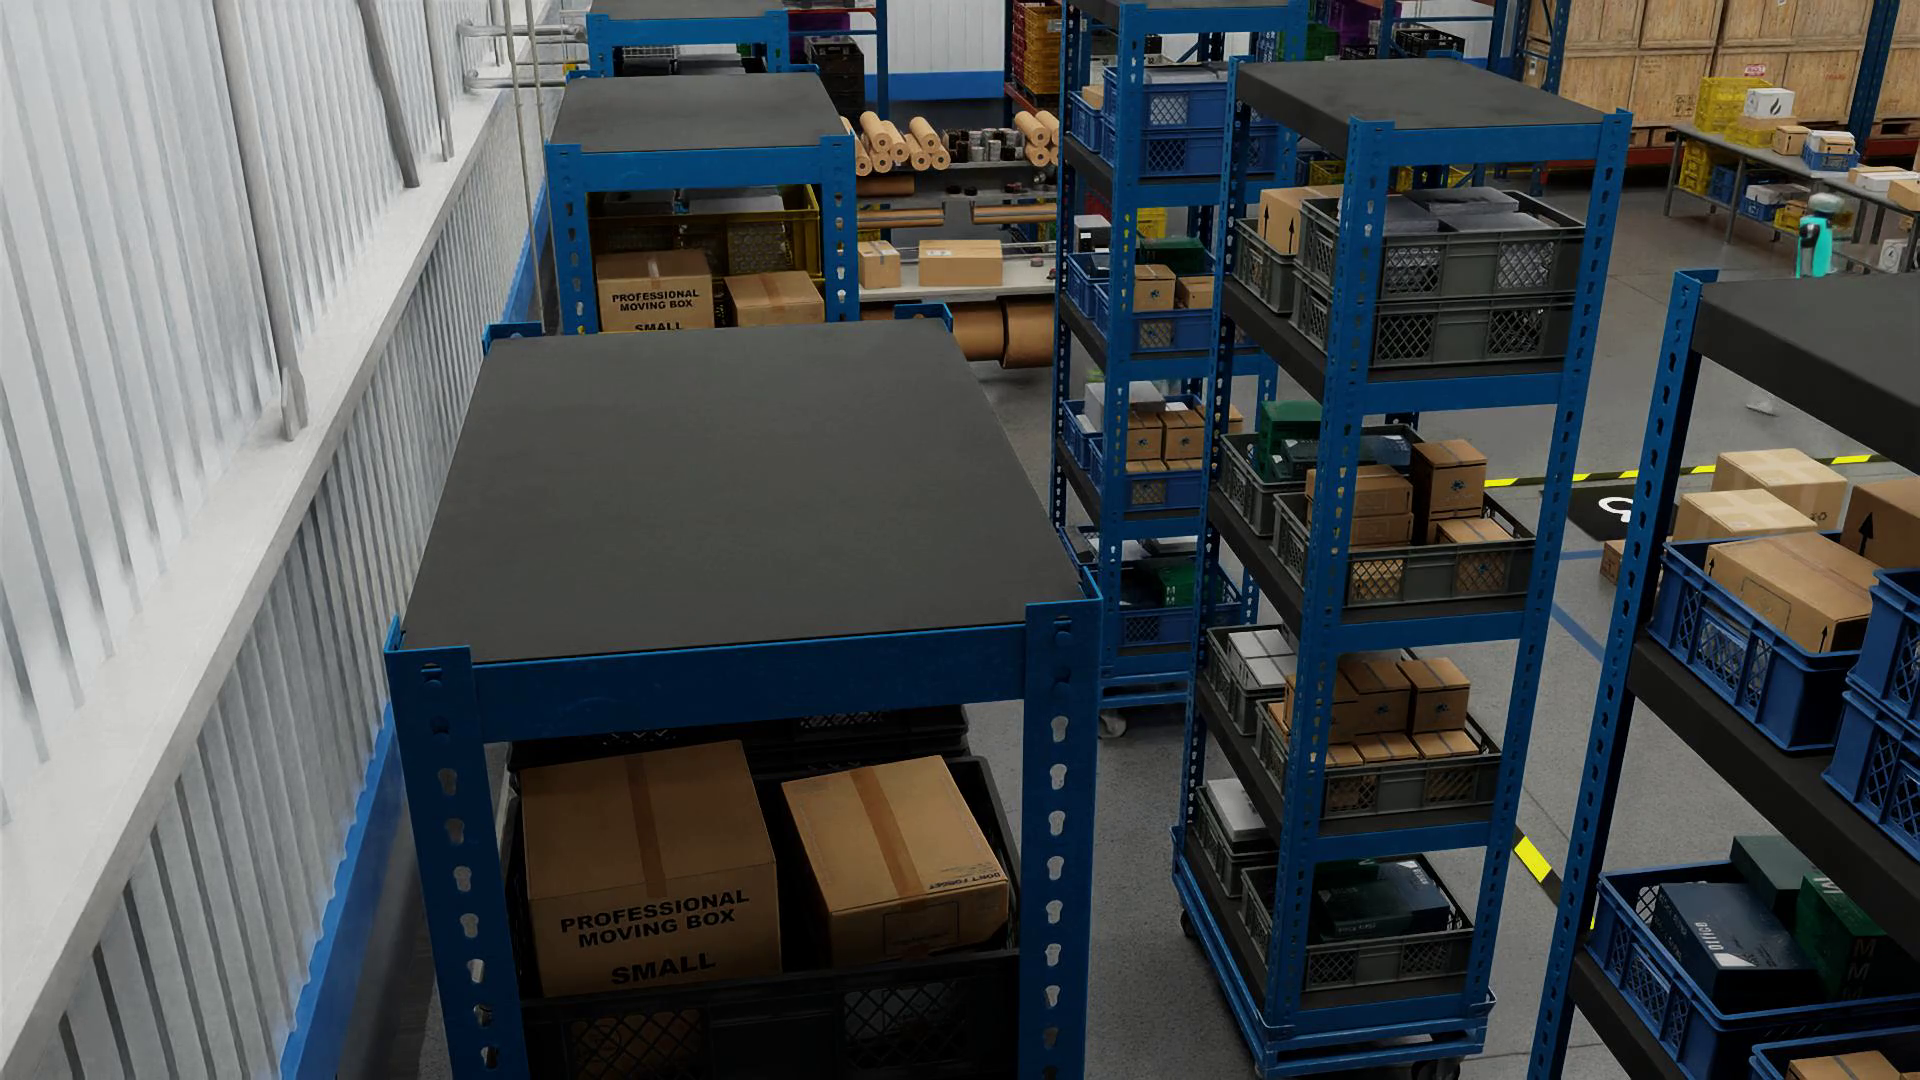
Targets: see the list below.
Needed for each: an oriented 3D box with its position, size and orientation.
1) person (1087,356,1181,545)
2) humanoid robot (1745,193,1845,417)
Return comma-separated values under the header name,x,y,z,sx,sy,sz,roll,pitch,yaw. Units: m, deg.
name,x,y,z,sx,sy,sz,roll,pitch,yaw
person,1.068,-0.821,10.212,0.626,1.823,0.538,-3,25,-6
humanoid robot,6.416,-1.598,12.097,1.039,1.770,0.533,18,30,33
